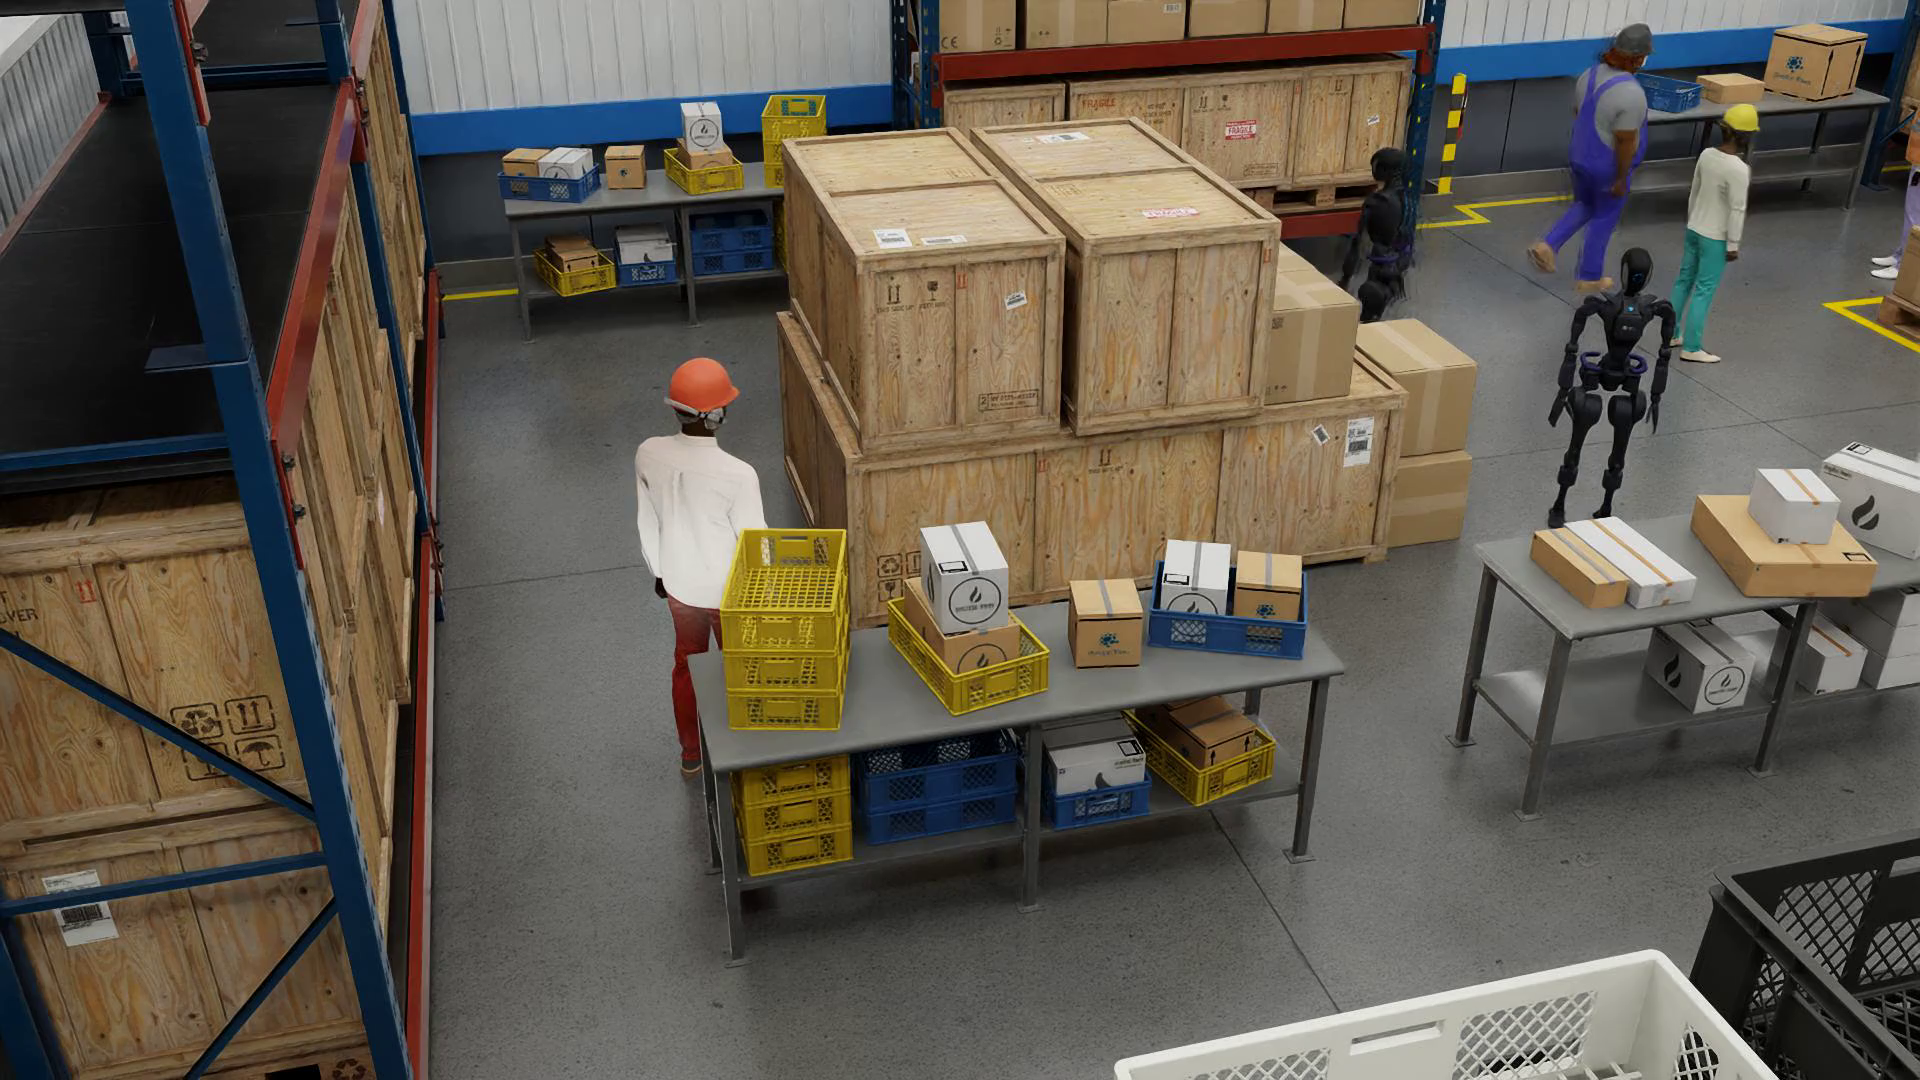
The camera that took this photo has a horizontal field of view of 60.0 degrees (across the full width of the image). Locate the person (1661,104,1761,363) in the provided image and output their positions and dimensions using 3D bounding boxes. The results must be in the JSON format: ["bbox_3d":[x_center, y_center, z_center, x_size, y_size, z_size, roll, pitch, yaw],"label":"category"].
[{"bbox_3d":[5.147,-2.088,11.353,0.323,1.765,0.539,-6,29,-10],"label":"person"}]

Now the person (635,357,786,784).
[{"bbox_3d":[-1.044,0.168,7.023,0.624,1.992,0.385,14,32,24],"label":"person"}]

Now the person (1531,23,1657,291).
[{"bbox_3d":[4.826,-2.853,12.461,0.621,2.000,0.689,-8,30,-15],"label":"person"}]

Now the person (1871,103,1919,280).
[{"bbox_3d":[7.389,-2.953,12.758,0.382,1.925,0.591,15,32,25],"label":"person"}]

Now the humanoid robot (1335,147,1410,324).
[{"bbox_3d":[2.782,-1.709,10.771,0.657,1.628,0.590,19,34,30],"label":"humanoid robot"}]

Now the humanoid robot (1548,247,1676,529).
[{"bbox_3d":[3.549,-0.807,9.116,0.570,1.652,0.316,5,29,9],"label":"humanoid robot"}]
